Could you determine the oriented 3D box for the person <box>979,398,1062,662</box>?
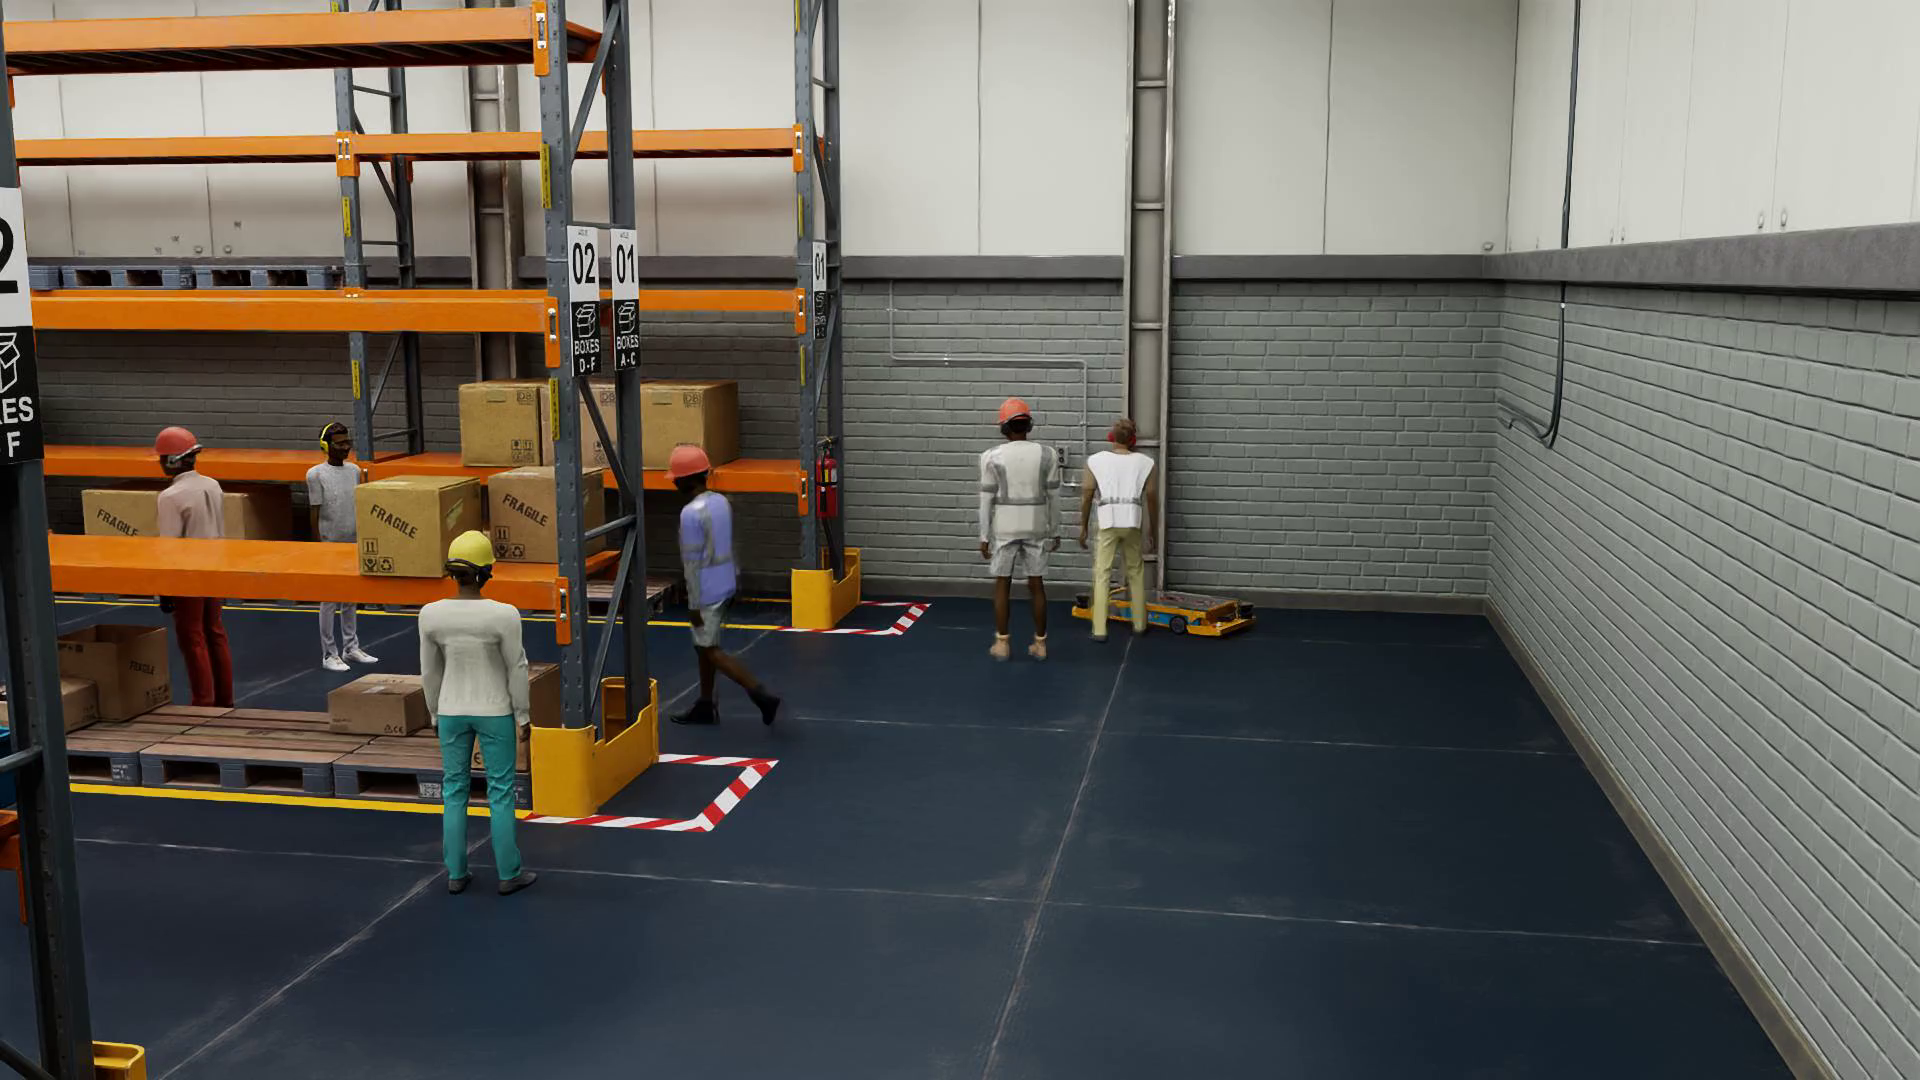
[{"bbox_3d":[0.479,-0.074,12.768,0.687,2.030,0.426,-2,9,-10],"label":"person"}]

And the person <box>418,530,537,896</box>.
[{"bbox_3d":[-2.309,0.833,7.969,0.525,1.769,0.308,1,9,6],"label":"person"}]

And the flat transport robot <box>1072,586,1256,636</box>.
[{"bbox_3d":[1.725,0.585,14.126,1.431,0.197,0.652,7,11,36],"label":"flat transport robot"}]

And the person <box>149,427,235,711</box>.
[{"bbox_3d":[-5.067,0.245,10.961,0.417,1.985,0.613,1,9,9],"label":"person"}]

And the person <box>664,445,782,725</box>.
[{"bbox_3d":[-1.531,0.323,10.744,0.786,1.902,0.588,3,10,17],"label":"person"}]

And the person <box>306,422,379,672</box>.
[{"bbox_3d":[-4.655,0.047,12.524,0.328,1.872,0.514,4,10,23],"label":"person"}]

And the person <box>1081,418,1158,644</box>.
[{"bbox_3d":[1.297,-0.079,13.498,0.617,1.823,0.463,0,9,-2],"label":"person"}]
